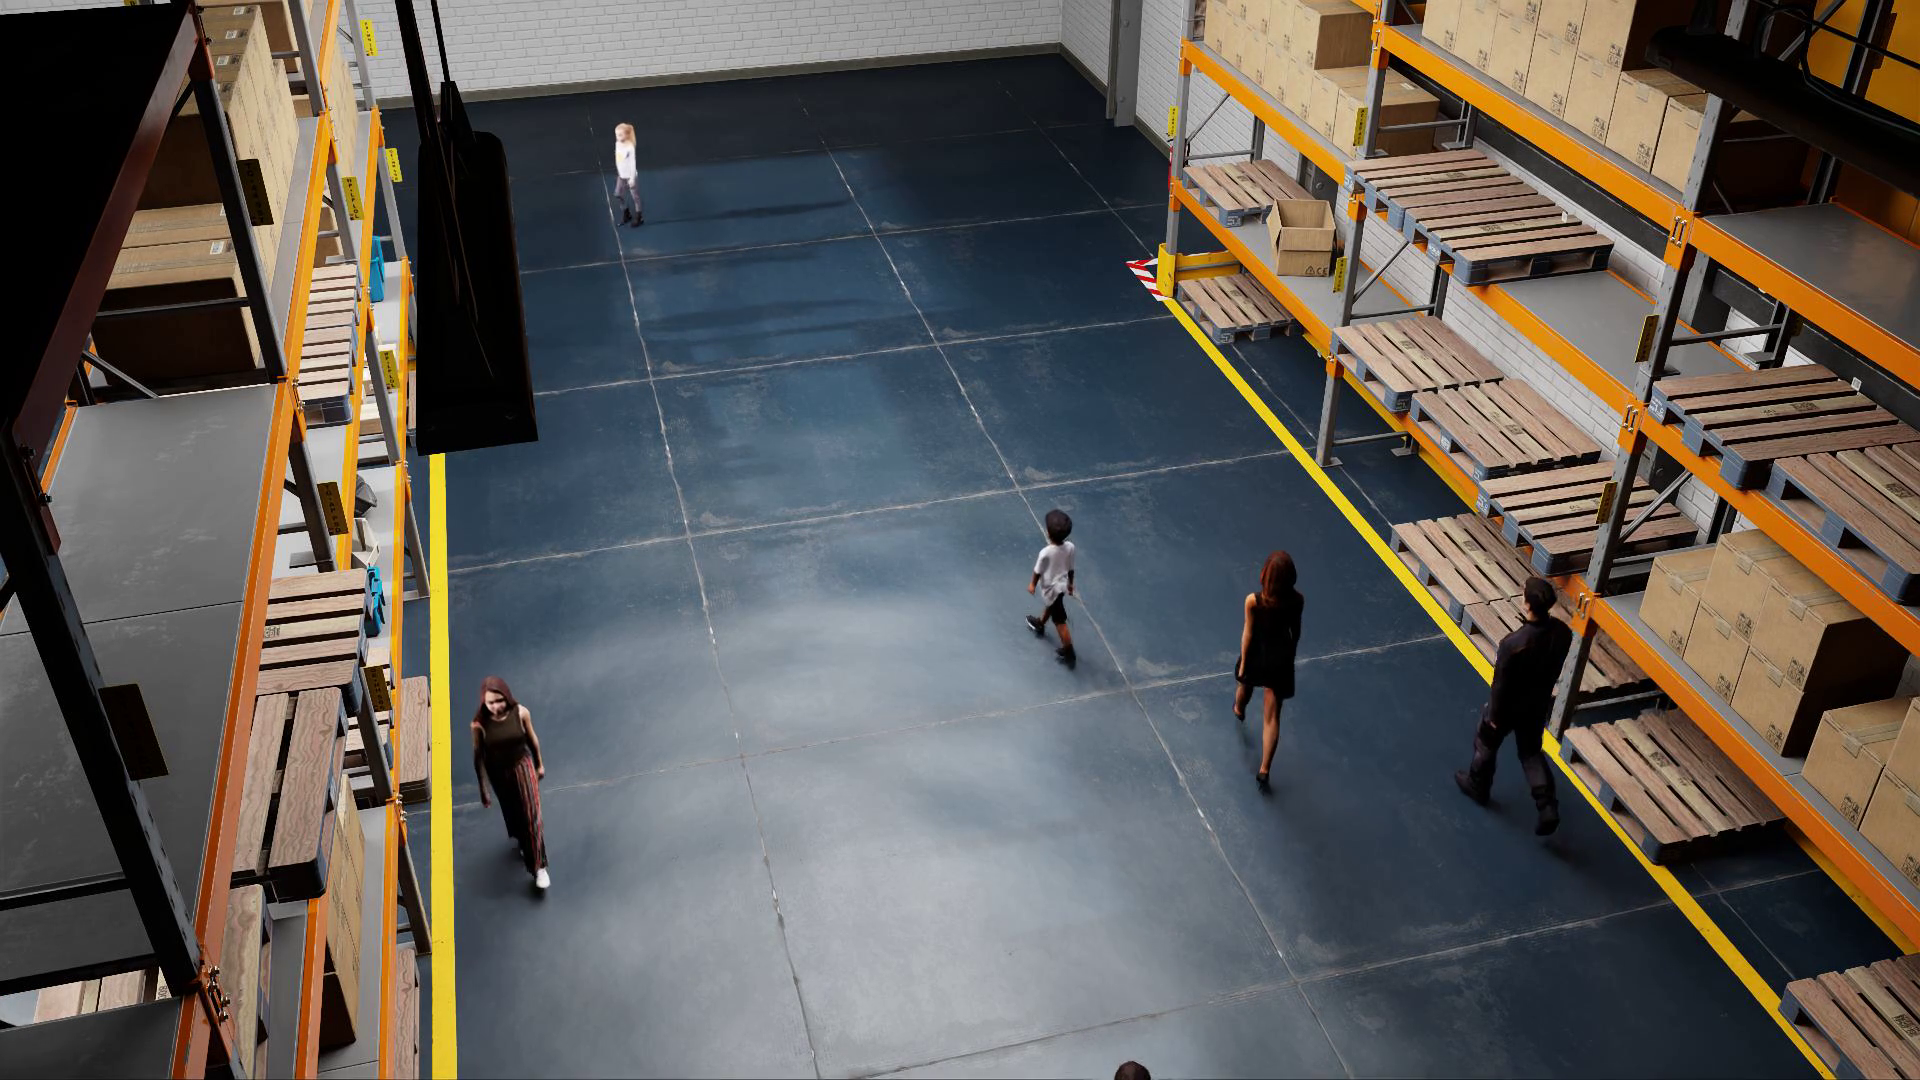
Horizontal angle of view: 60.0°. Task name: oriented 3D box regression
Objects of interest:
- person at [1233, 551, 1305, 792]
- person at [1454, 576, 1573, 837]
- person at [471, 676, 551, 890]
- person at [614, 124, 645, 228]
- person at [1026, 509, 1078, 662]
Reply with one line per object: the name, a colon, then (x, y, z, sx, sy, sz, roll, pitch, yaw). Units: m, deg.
person: (2.132, 0.935, 11.419, 0.792, 1.793, 1.172, -1, 34, -1)
person: (3.777, 1.128, 11.024, 0.734, 1.909, 1.124, -11, 35, -16)
person: (-2.945, 1.461, 10.852, 0.592, 1.543, 0.872, -10, 35, -15)
person: (-3.916, -4.377, 19.883, 0.611, 1.270, 0.674, 25, 41, 33)
person: (0.762, 0.375, 12.770, 0.704, 1.230, 0.940, -22, 39, -29)
